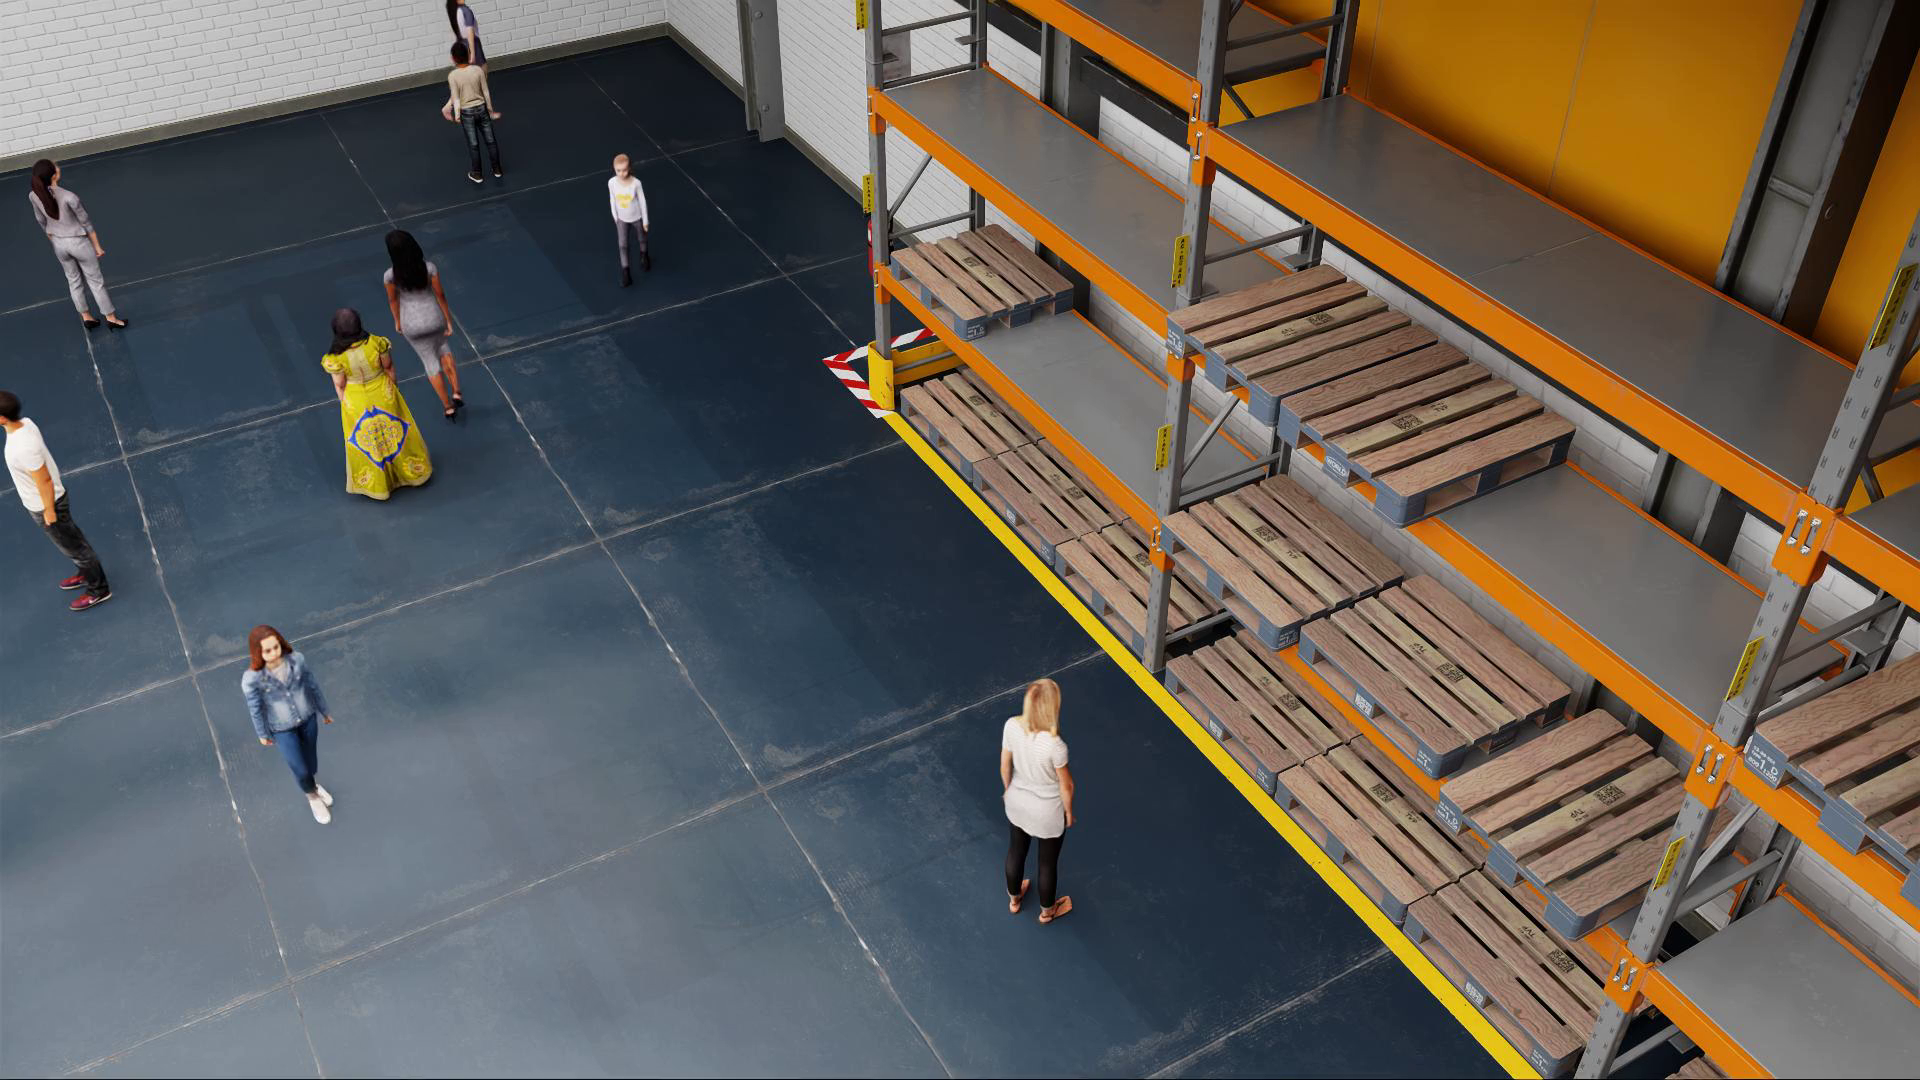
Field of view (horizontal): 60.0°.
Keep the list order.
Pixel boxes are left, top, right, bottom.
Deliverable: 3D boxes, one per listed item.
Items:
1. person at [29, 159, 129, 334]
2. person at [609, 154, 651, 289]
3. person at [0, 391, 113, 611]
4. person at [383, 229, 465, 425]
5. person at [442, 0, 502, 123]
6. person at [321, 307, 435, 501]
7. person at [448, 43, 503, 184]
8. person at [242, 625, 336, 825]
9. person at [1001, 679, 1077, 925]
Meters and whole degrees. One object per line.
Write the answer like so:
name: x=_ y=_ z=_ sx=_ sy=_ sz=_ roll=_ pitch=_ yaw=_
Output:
person: x=-7.848 y=-2.591 z=14.729 sx=0.728 sy=1.679 sz=0.766 roll=3 pitch=39 yaw=4
person: x=-3.086 y=-3.059 z=15.663 sx=0.789 sy=1.243 sz=0.971 roll=0 pitch=39 yaw=0
person: x=-6.452 y=-0.305 z=11.768 sx=0.692 sy=1.801 sz=0.471 roll=-22 pitch=43 yaw=-25
person: x=-4.334 y=-1.676 z=13.514 sx=0.600 sy=1.764 sz=0.613 roll=-16 pitch=41 yaw=-19
person: x=-5.423 y=-5.273 z=18.128 sx=0.899 sy=1.627 sz=0.822 roll=29 pitch=47 yaw=31
person: x=-4.547 y=-1.063 z=12.831 sx=0.841 sy=1.660 sz=0.754 roll=-21 pitch=43 yaw=-24
person: x=-5.024 y=-4.421 z=17.192 sx=0.551 sy=1.465 sz=0.501 roll=-21 pitch=43 yaw=-24
person: x=-4.176 y=1.080 z=10.300 sx=0.702 sy=1.469 sz=0.674 roll=28 pitch=47 yaw=31
person: x=0.433 y=1.511 z=9.476 sx=0.629 sy=1.823 sz=0.746 roll=21 pitch=43 yaw=24
